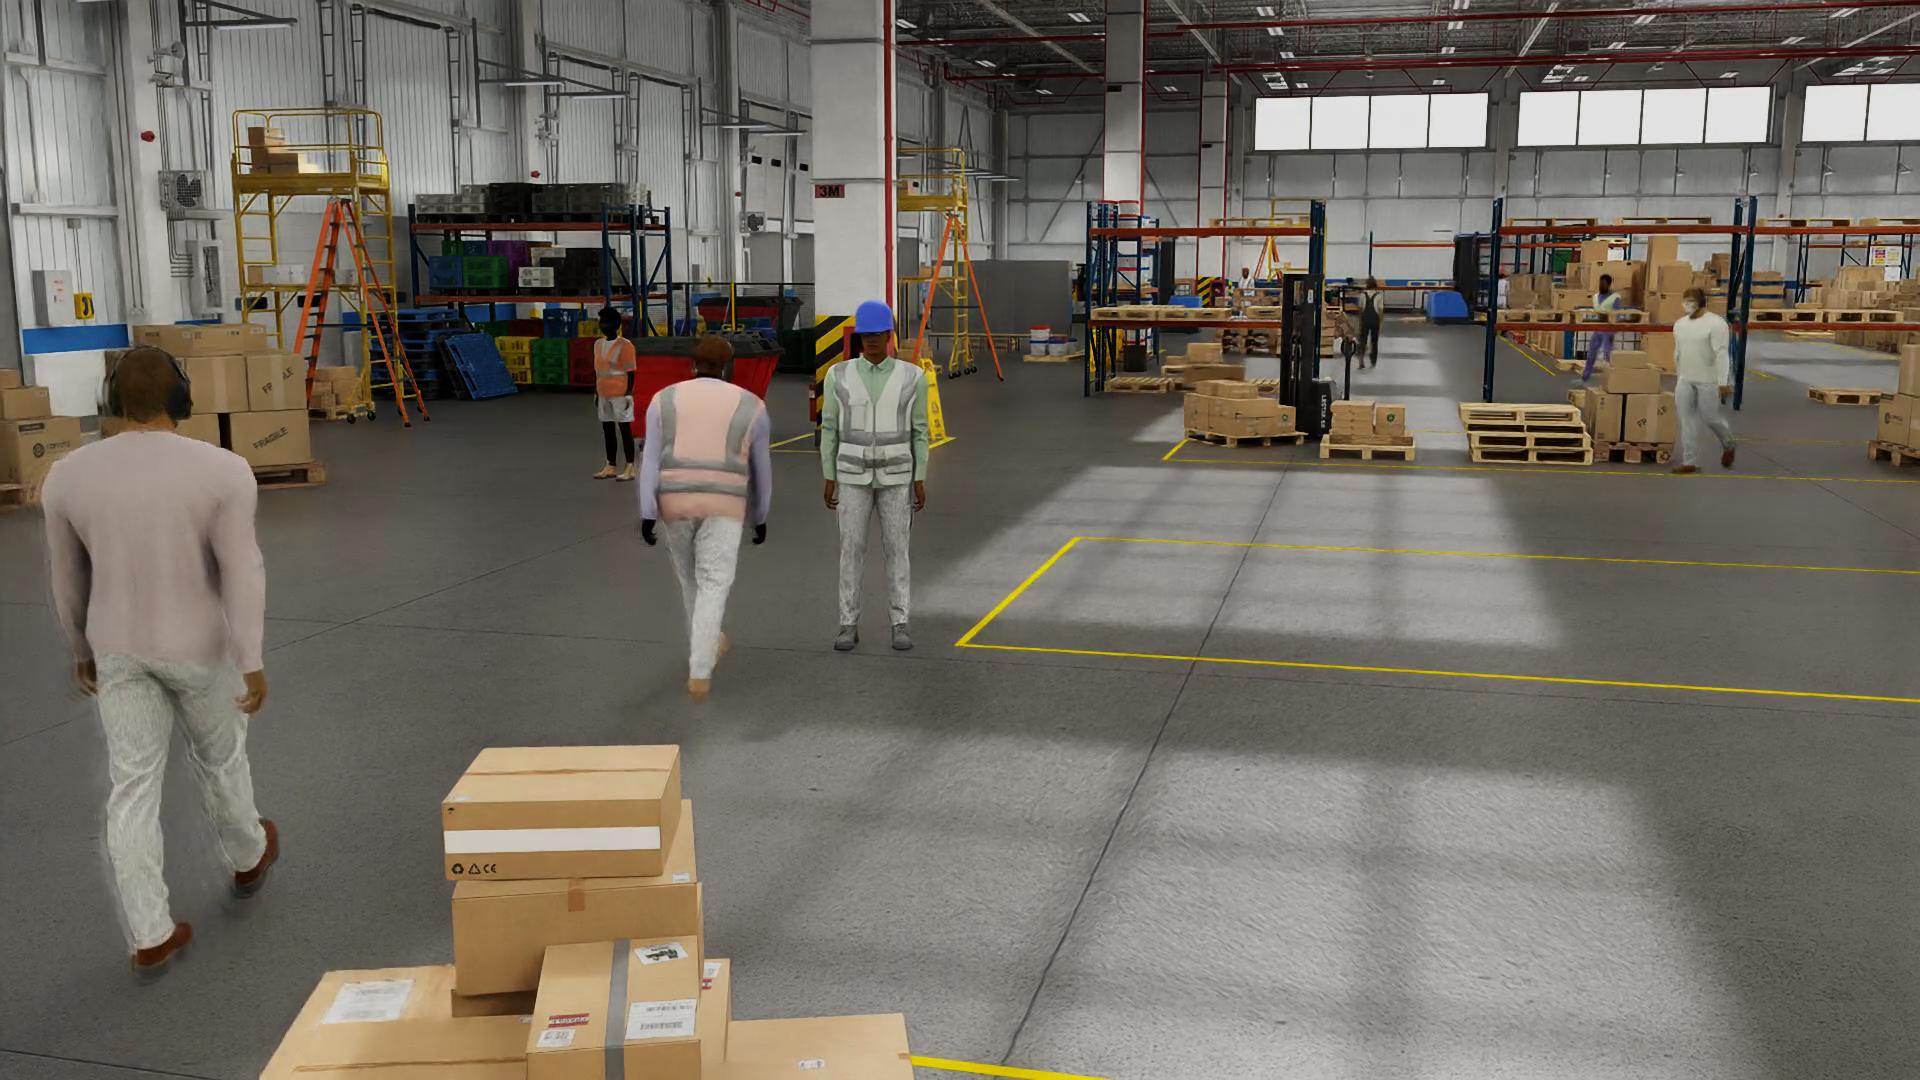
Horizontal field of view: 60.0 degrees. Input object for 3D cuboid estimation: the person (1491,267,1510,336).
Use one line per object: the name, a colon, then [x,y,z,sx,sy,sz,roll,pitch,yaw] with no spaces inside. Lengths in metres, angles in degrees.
person: [14.849,-6.541,45.757,0.553,1.918,0.804,1,10,5]

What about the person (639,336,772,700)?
person: [-1.283,-0.134,8.465,0.640,1.770,0.957,0,10,1]

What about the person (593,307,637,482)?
person: [-3.377,-1.414,16.211,0.540,1.695,0.317,7,12,35]

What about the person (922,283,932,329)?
person: [-0.895,-7.350,50.487,0.544,1.929,0.386,-6,11,-31]

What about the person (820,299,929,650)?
person: [-0.472,-0.355,9.234,0.605,1.948,0.385,0,10,-2]

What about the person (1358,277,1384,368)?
person: [7.997,-4.231,32.475,0.507,1.816,0.850,4,11,24]

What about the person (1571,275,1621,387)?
person: [10.681,-3.472,27.762,0.817,1.883,0.619,-4,11,-25]

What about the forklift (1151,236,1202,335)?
forklift: [5.868,-7.214,46.879,1.873,2.768,1.129,2,10,14]

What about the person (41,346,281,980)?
person: [-2.501,0.337,5.306,0.660,1.893,0.976,-1,10,-8]

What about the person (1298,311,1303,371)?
person: [6.707,-4.096,31.896,0.485,1.738,0.322,-3,10,-16]

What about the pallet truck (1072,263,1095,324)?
pallet truck: [4.325,-8.180,55.162,0.823,1.965,1.885,6,11,31]

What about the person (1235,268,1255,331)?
person: [8.398,-7.068,48.954,0.360,1.883,0.574,-9,13,-43]

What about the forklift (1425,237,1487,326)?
forklift: [15.793,-8.156,52.424,1.873,2.768,1.129,0,10,0]

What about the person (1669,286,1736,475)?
person: [7.538,-1.612,16.798,0.821,1.901,0.660,-5,11,-25]

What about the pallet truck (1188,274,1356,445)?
pallet truck: [3.653,-2.138,19.590,1.885,1.965,0.823,-4,10,-20]
